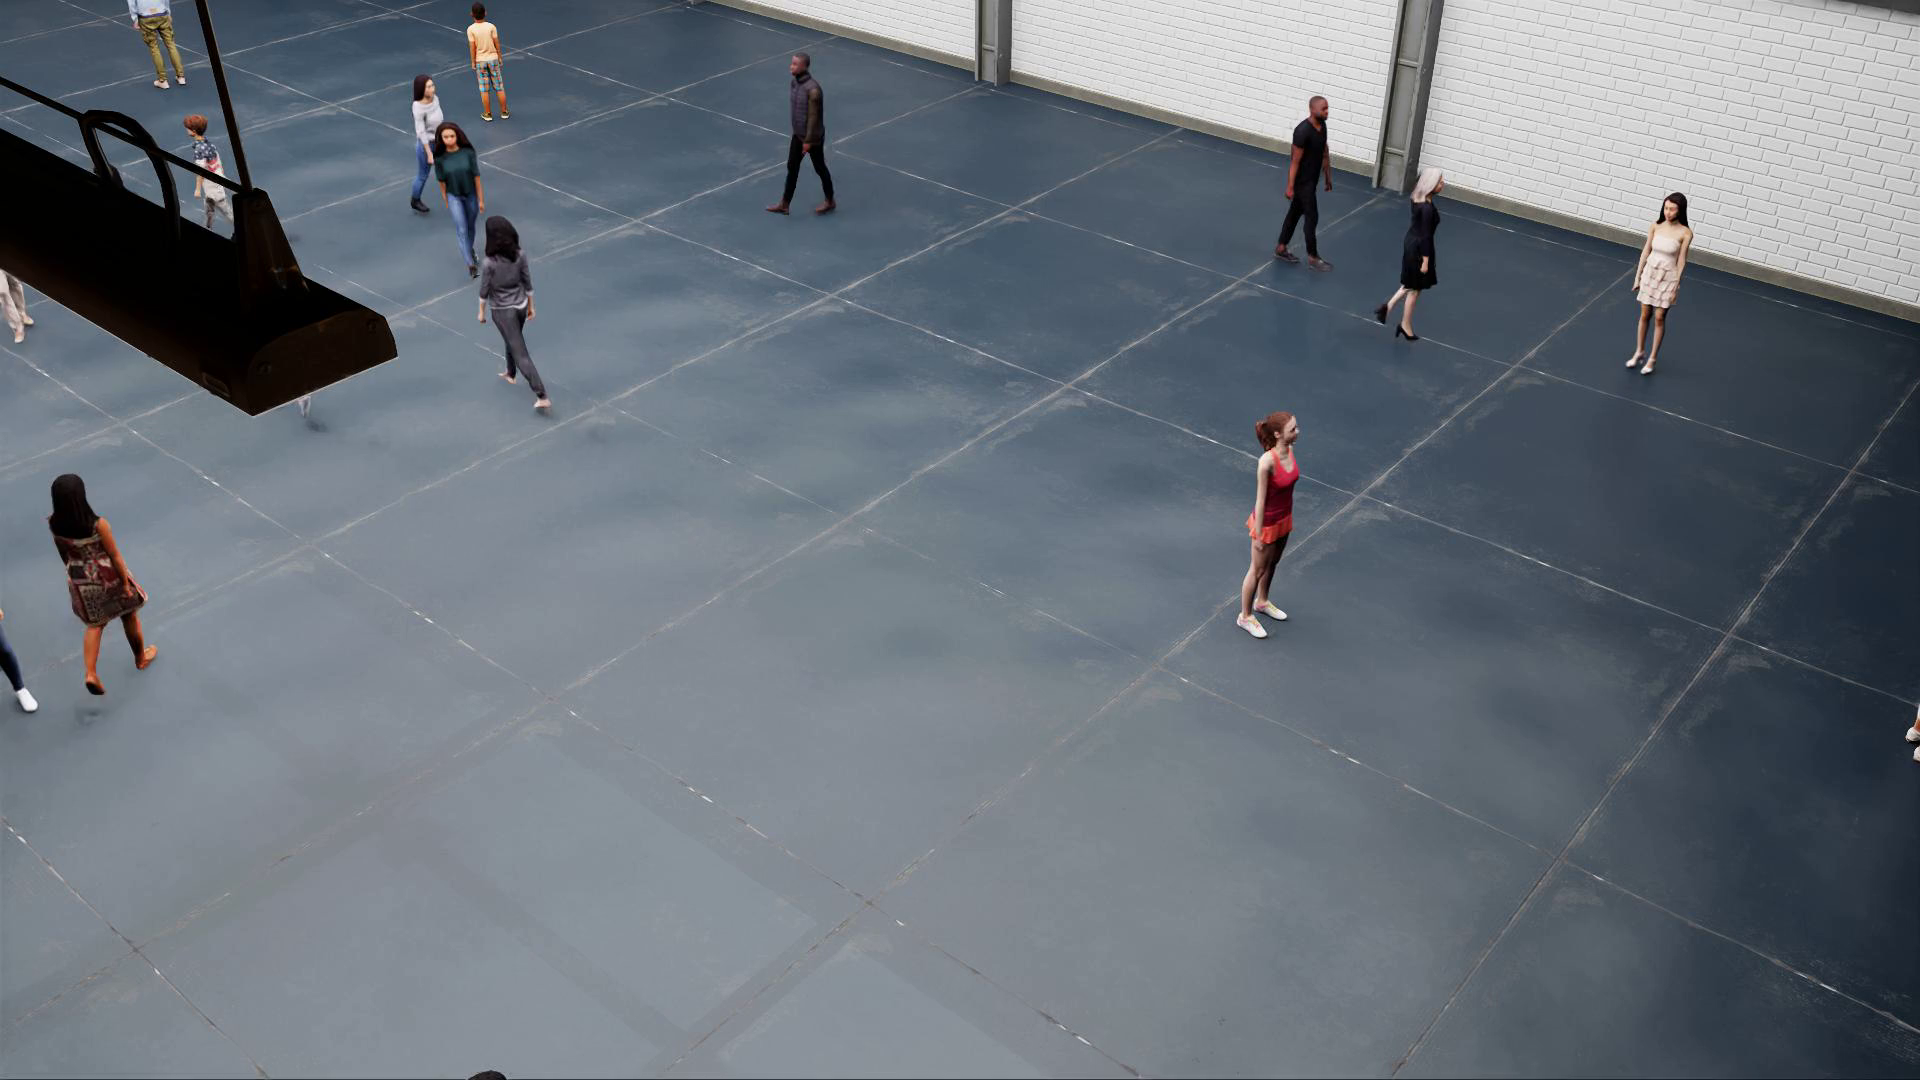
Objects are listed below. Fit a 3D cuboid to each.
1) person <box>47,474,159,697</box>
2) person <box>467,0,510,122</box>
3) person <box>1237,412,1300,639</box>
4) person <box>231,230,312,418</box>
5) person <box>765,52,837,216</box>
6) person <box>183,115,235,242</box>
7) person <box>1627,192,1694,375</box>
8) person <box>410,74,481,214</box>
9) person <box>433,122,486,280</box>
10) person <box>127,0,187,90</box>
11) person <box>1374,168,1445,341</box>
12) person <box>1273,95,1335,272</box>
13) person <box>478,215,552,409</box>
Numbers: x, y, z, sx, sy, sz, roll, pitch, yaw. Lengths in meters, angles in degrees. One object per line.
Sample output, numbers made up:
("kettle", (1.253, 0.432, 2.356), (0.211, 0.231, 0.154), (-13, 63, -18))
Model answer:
("person", (-5.862, 0.328, 11.208), (1.001, 1.627, 1.033), (1, 34, 2))
("person", (-5.946, -6.018, 20.905), (0.598, 1.461, 0.612), (-13, 36, -19))
("person", (2.213, -0.142, 11.797), (0.534, 1.757, 0.551), (25, 41, 32))
("person", (-5.992, -1.844, 14.396), (1.057, 1.714, 0.722), (19, 38, 26))
("person", (-1.581, -4.426, 18.203), (0.930, 1.800, 1.070), (-24, 40, -31))
("person", (-7.837, -3.780, 17.586), (0.933, 1.408, 0.886), (-4, 34, -6))
("person", (6.373, -2.337, 15.121), (0.658, 1.734, 0.497), (-26, 42, -33))
("person", (-5.854, -4.275, 18.170), (1.146, 1.585, 0.861), (11, 35, 16))
("person", (-5.098, -3.514, 17.046), (0.913, 1.562, 1.184), (-14, 36, -20))
("person", (-10.620, -6.878, 21.883), (0.699, 1.809, 0.595), (-27, 42, -34))
("person", (4.210, -2.669, 15.617), (0.919, 1.737, 0.852), (0, 34, -1))
("person", (3.472, -3.702, 17.117), (0.946, 1.796, 0.682), (24, 40, 31))
("person", (-3.879, -1.935, 14.536), (1.170, 1.712, 0.648), (28, 43, 36))
